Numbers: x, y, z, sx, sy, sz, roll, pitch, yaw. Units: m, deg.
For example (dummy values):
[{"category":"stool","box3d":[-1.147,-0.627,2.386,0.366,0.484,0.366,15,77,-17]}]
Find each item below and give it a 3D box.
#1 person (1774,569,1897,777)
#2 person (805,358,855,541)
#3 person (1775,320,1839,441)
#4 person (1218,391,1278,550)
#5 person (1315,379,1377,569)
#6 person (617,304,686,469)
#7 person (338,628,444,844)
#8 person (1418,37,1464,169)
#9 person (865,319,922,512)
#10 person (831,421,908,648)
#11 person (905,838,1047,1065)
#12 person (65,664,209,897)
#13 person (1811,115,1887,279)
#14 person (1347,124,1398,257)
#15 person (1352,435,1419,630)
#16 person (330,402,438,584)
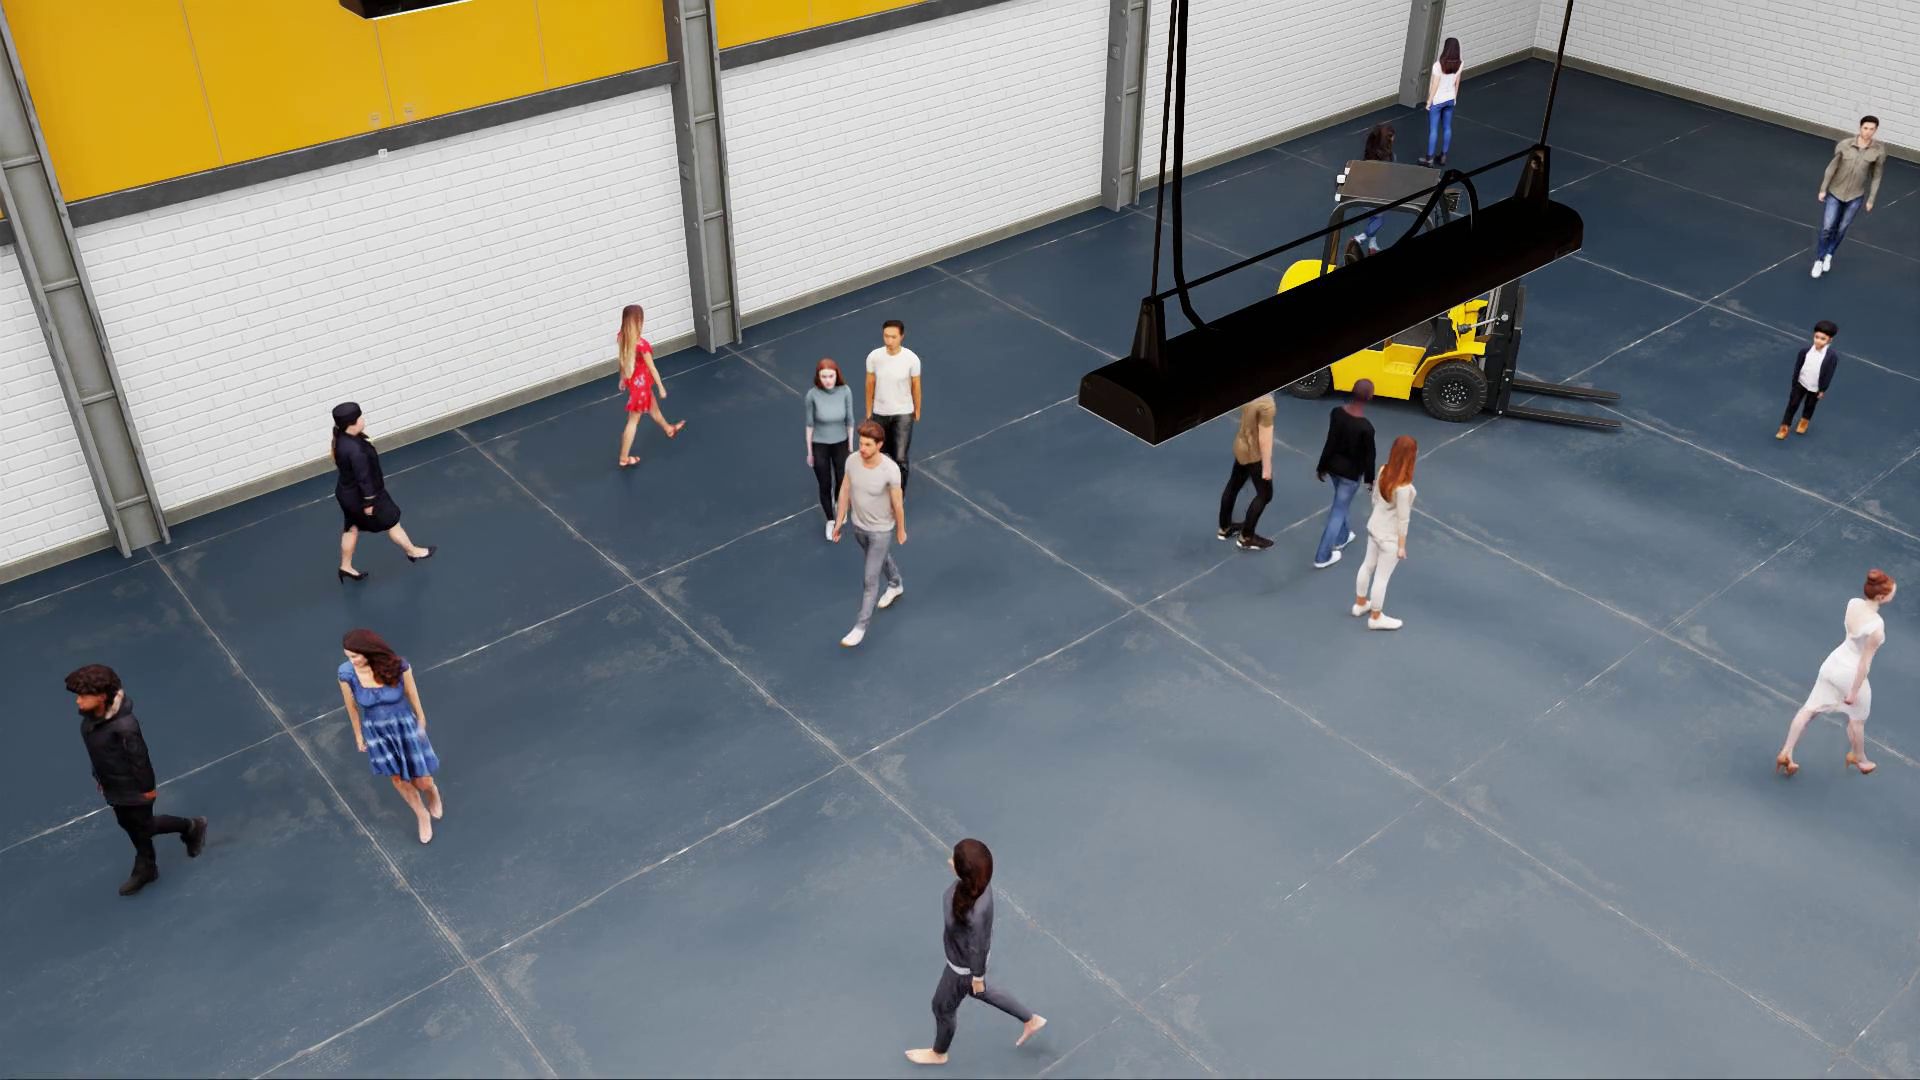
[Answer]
[{"category":"person","box3d":[6.054,0.963,11.592,1.038,1.765,0.925,-2,34,-3]},{"category":"person","box3d":[-1.133,-0.820,14.304,0.722,1.732,0.785,-5,34,-8]},{"category":"person","box3d":[8.138,-1.530,15.858,0.617,1.194,0.873,23,40,31]},{"category":"person","box3d":[2.444,-0.747,14.097,0.862,1.840,0.812,-4,34,-6]},{"category":"person","box3d":[3.147,-0.529,13.868,0.819,1.731,0.641,-23,40,-30]},{"category":"person","box3d":[-3.032,-1.382,15.314,0.652,1.550,1.079,28,43,35]},{"category":"person","box3d":[-3.776,1.278,11.105,0.816,1.780,0.892,-7,34,-10]},{"category":"person","box3d":[6.285,-5.695,21.681,0.568,1.684,0.724,-13,36,-19]},{"category":"person","box3d":[-0.567,-1.192,14.818,1.038,1.782,1.136,6,34,9]},{"category":"person","box3d":[-0.645,-0.144,13.186,0.879,1.844,1.274,21,39,28]},{"category":"person","box3d":[0.126,2.360,9.508,1.139,1.745,1.035,0,34,-1]},{"category":"person","box3d":[-5.344,1.499,10.784,0.783,1.766,0.970,19,38,26]},{"category":"person","box3d":[10.076,-3.949,18.908,0.937,1.847,1.029,13,36,19]},{"category":"person","box3d":[4.781,-3.982,19.178,0.880,1.602,0.651,-22,39,-29]},{"category":"person","box3d":[3.374,-0.066,13.189,0.671,1.710,0.682,-9,35,-13]},{"category":"person","box3d":[-4.993,-0.343,13.679,1.041,1.630,0.705,-23,40,-31]}]
